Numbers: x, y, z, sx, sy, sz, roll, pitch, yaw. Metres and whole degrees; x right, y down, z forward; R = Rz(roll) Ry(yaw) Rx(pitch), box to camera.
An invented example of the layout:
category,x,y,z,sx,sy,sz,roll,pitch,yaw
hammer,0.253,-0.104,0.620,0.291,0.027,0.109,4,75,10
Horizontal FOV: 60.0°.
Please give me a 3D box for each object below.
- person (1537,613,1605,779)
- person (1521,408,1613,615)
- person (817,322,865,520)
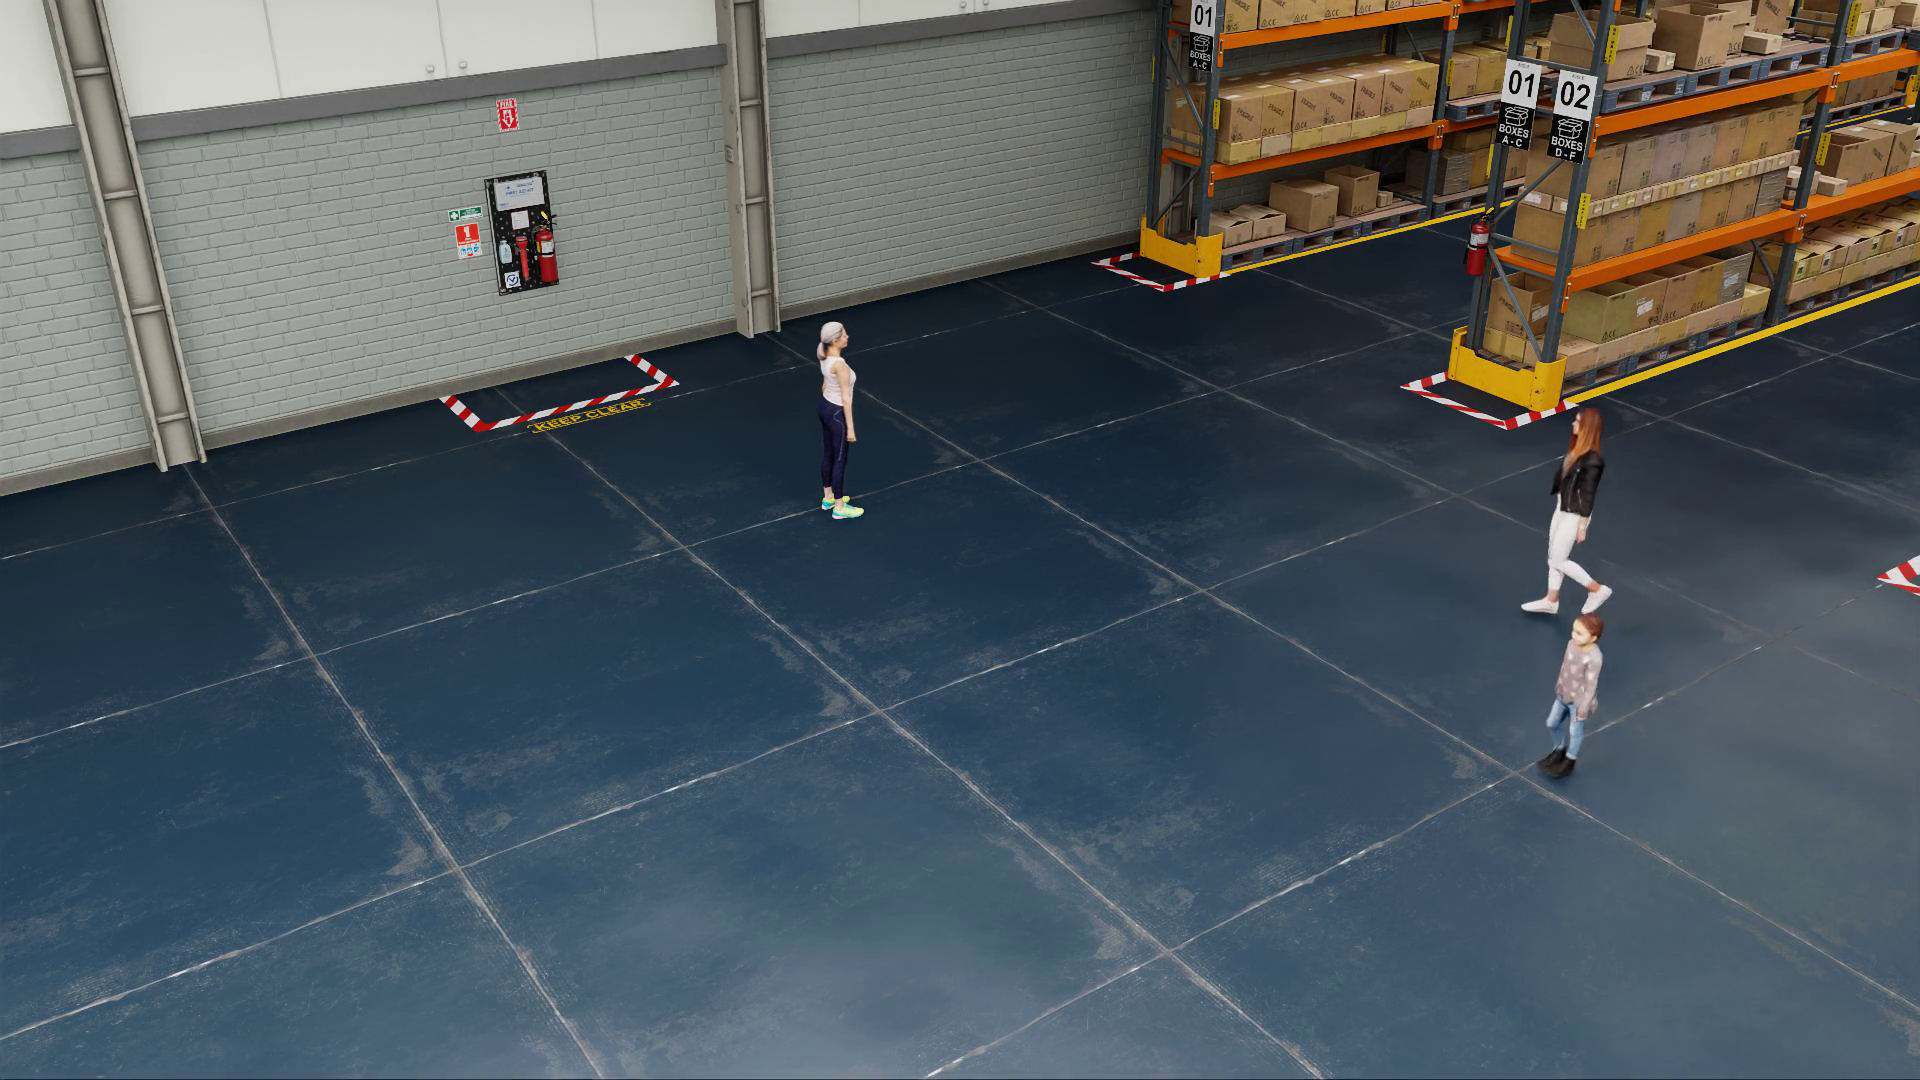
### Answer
category,x,y,z,sx,sy,sz,roll,pitch,yaw
person,3.966,0.980,10.594,0.526,1.189,0.540,-9,29,-17
person,4.595,-0.177,12.295,0.942,1.688,0.879,4,28,8
person,-1.045,-1.016,13.908,0.561,1.702,0.627,-13,30,-24
